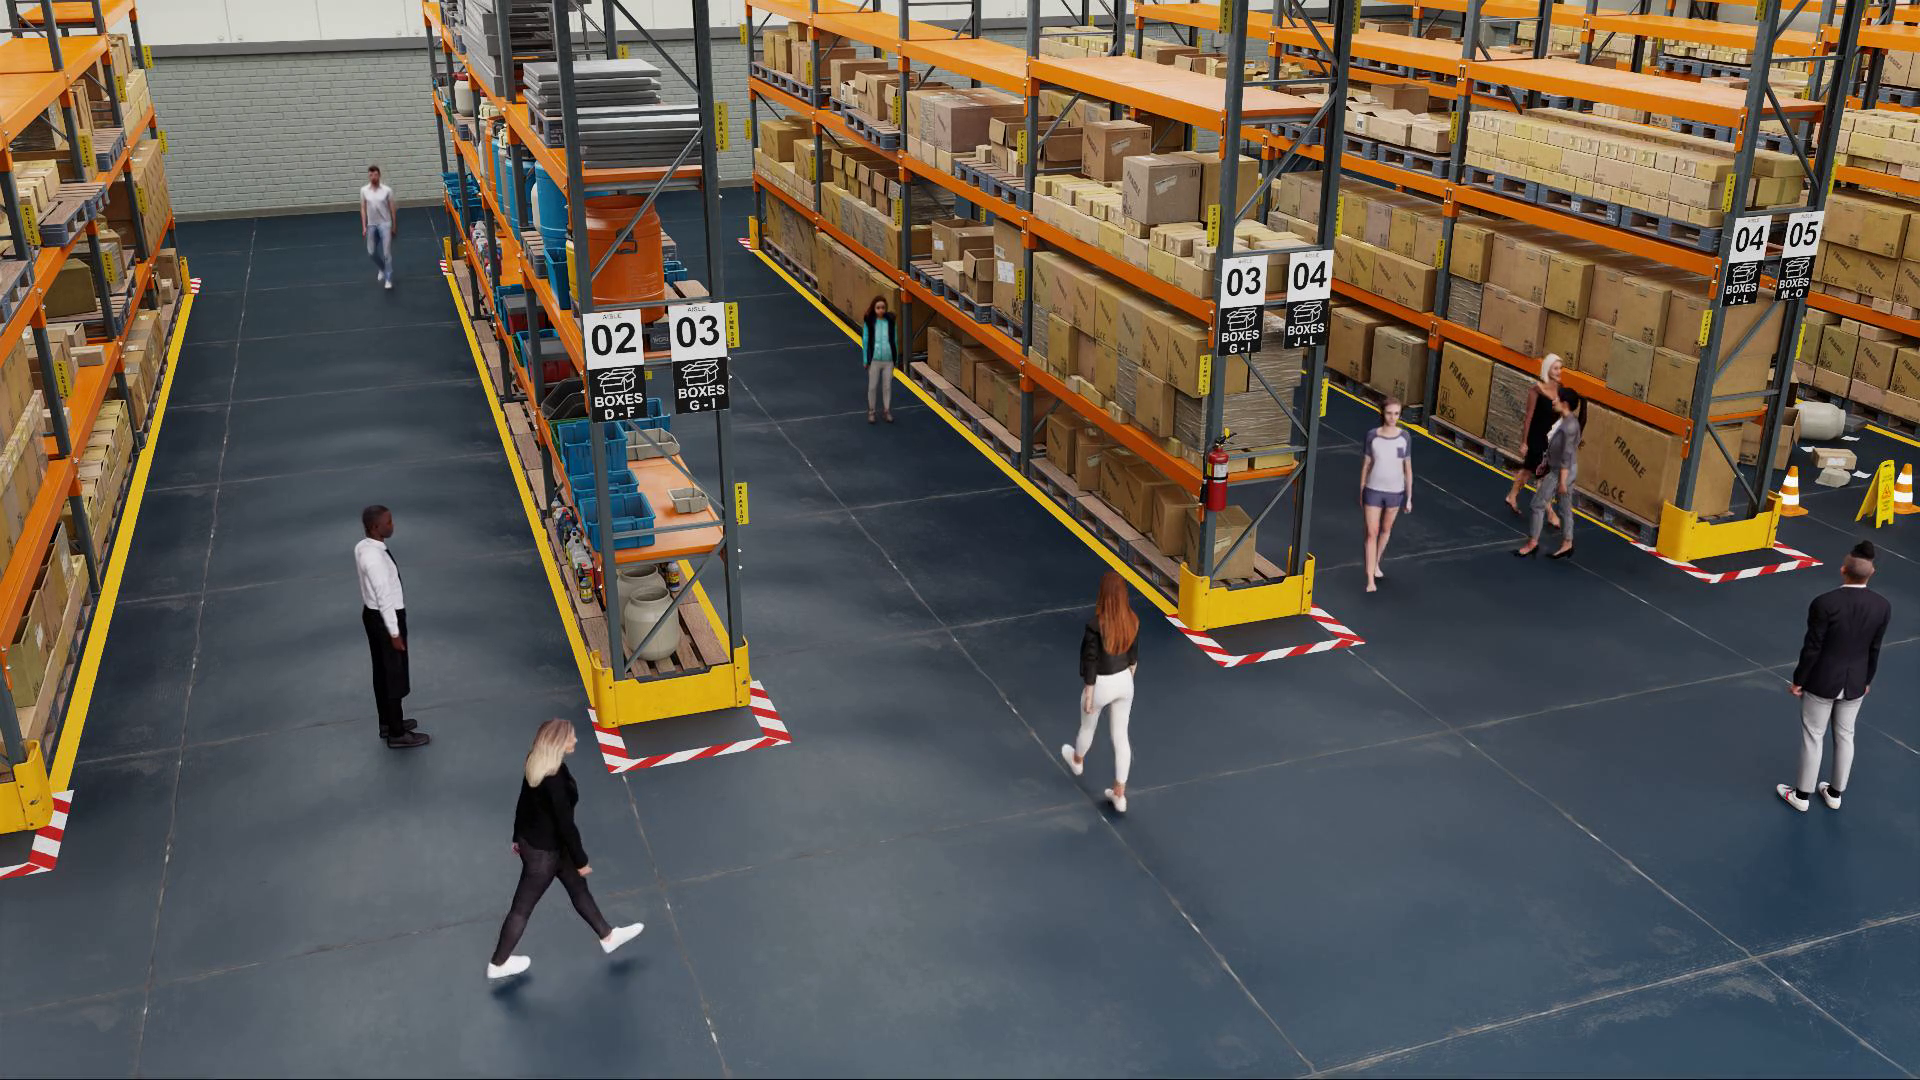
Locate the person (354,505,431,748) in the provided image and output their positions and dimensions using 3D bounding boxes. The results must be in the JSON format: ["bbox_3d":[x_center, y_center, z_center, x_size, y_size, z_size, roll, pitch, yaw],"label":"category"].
[{"bbox_3d":[-4.197,0.620,12.107,0.745,1.835,0.549,-13,26,-30],"label":"person"}]

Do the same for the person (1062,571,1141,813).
[{"bbox_3d":[1.049,1.053,11.264,0.606,1.672,1.020,-8,24,-19],"label":"person"}]

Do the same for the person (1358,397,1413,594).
[{"bbox_3d":[3.776,-0.449,14.853,0.858,1.736,1.116,1,22,3],"label":"person"}]

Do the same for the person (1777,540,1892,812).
[{"bbox_3d":[5.921,0.917,11.219,0.779,1.959,0.728,0,22,0],"label":"person"}]

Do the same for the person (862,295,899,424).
[{"bbox_3d":[-0.916,-2.102,19.206,0.600,1.500,0.603,-5,23,-12],"label":"person"}]

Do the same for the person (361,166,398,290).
[{"bbox_3d":[-8.788,-4.756,25.247,0.780,1.838,0.866,-2,22,-4],"label":"person"}]

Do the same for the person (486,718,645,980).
[{"bbox_3d":[-2.465,1.808,9.486,0.749,1.621,1.108,-13,25,-28],"label":"person"}]

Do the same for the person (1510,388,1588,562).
[{"bbox_3d":[5.606,-0.570,15.256,0.910,1.654,0.854,9,24,21],"label":"person"}]

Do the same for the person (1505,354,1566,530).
[{"bbox_3d":[5.598,-0.979,16.205,0.736,1.692,1.103,-12,25,-27],"label":"person"}]
